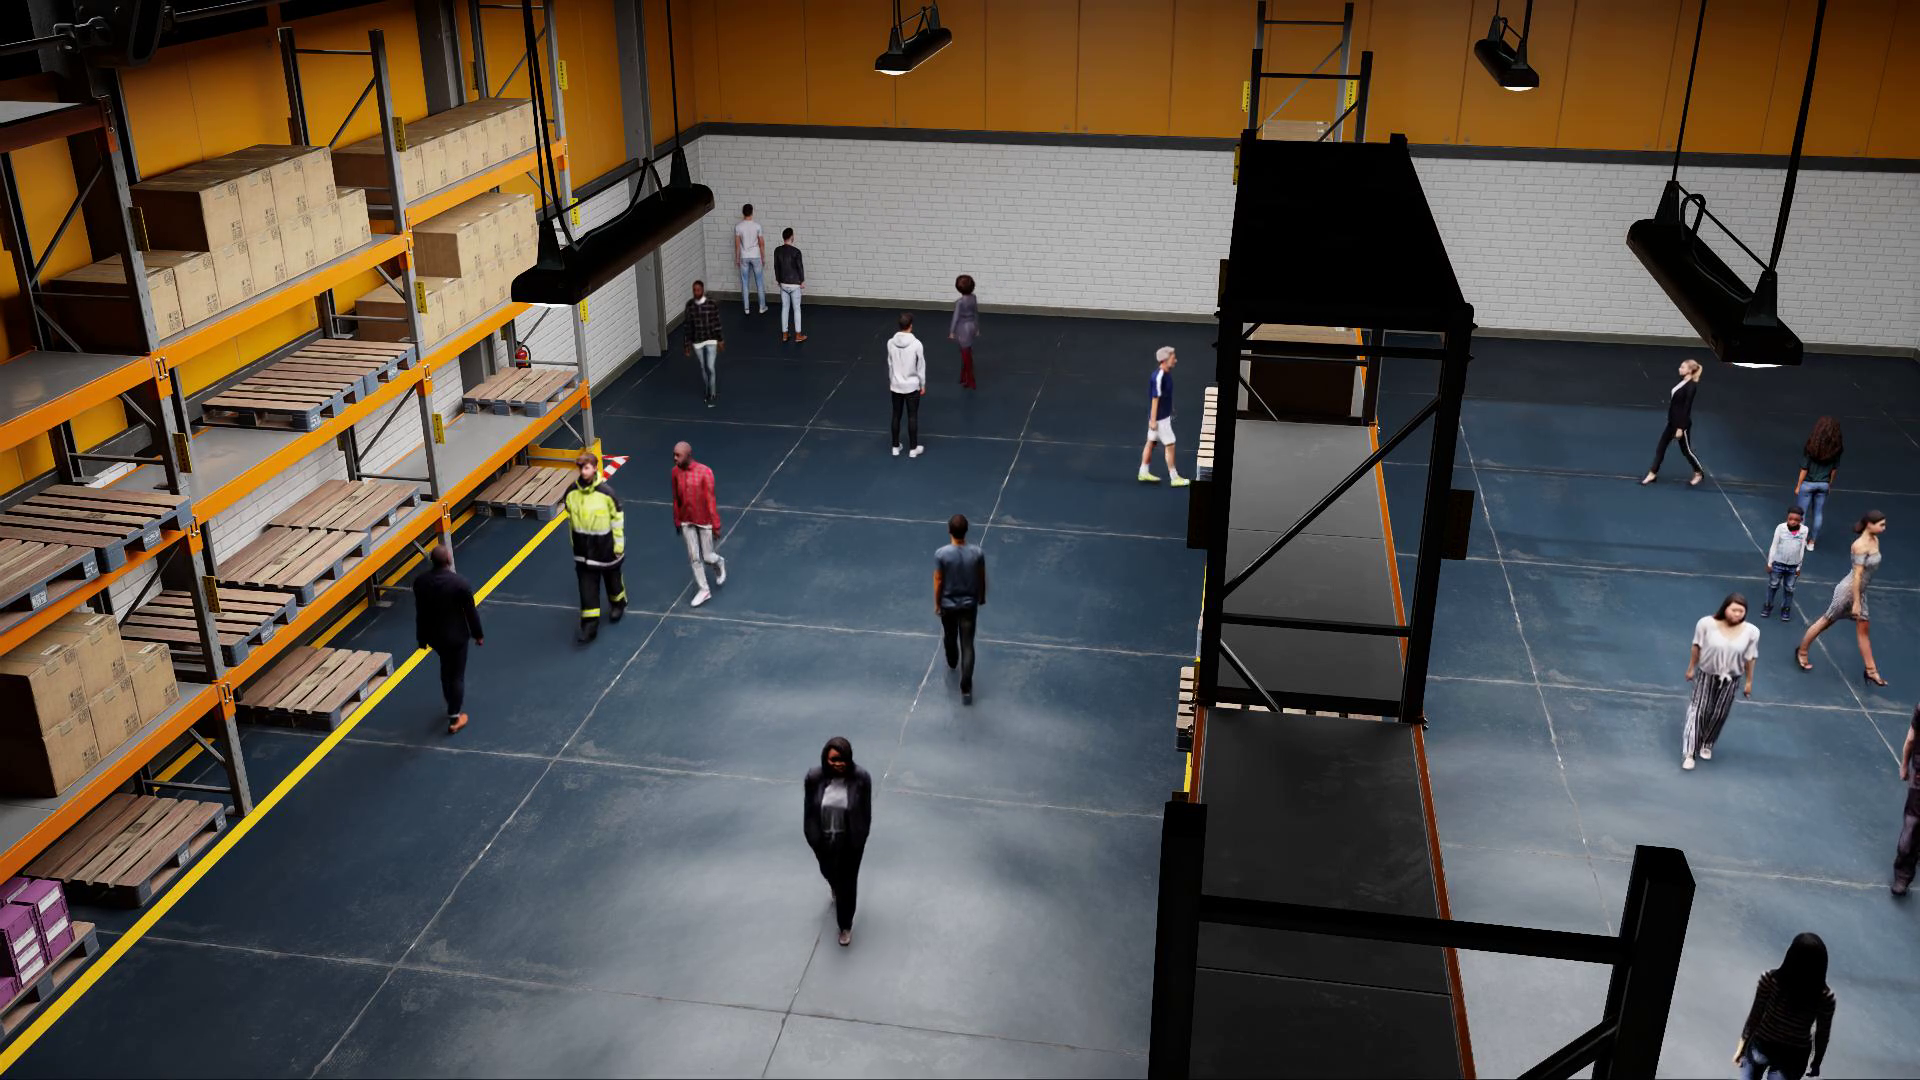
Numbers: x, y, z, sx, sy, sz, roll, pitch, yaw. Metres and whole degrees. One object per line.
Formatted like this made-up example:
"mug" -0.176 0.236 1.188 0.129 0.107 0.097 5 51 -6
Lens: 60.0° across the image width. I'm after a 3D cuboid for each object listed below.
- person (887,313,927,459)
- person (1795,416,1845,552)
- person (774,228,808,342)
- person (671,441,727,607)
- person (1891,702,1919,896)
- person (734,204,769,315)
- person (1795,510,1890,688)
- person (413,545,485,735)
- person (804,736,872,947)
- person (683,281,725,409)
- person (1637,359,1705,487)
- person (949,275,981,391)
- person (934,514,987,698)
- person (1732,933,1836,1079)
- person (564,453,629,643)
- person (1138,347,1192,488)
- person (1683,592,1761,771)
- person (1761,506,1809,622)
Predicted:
"person" -0.716 -2.040 21.835 0.689 1.925 0.611 7 25 16
"person" 9.783 -0.646 19.031 0.622 1.617 0.621 1 24 3
"person" -2.719 -4.094 26.644 0.695 1.837 0.603 8 25 19
"person" -2.787 -0.228 17.853 0.795 1.793 0.957 6 24 14
"person" 7.726 1.844 13.099 0.987 1.804 1.298 13 27 27
"person" -3.549 -4.763 28.158 0.686 1.850 0.610 0 24 -1
"person" 8.529 0.538 16.133 1.144 1.767 1.134 -19 30 -36
"person" -4.722 0.932 15.188 0.720 1.802 0.712 5 24 10
"person" -0.926 2.192 12.592 0.770 1.574 1.070 0 24 1
"person" -3.644 -2.861 23.878 0.745 1.793 0.884 2 24 4
"person" 9.046 -1.402 20.697 0.758 1.666 1.010 2 24 4
"person" 0.154 -3.016 24.353 0.816 1.695 0.743 21 31 40
"person" 0.016 0.653 15.876 0.874 1.763 1.215 -3 24 -6
"person" 4.928 3.192 10.054 0.727 1.774 0.751 13 27 27
"person" -3.691 0.011 17.129 0.811 1.936 1.212 3 24 7
"person" 2.423 -1.556 20.866 0.760 1.814 0.890 6 24 13
"person" 6.737 1.190 14.780 0.770 1.658 0.927 8 25 18
"person" 8.703 0.217 17.504 0.528 1.258 0.548 11 26 23
